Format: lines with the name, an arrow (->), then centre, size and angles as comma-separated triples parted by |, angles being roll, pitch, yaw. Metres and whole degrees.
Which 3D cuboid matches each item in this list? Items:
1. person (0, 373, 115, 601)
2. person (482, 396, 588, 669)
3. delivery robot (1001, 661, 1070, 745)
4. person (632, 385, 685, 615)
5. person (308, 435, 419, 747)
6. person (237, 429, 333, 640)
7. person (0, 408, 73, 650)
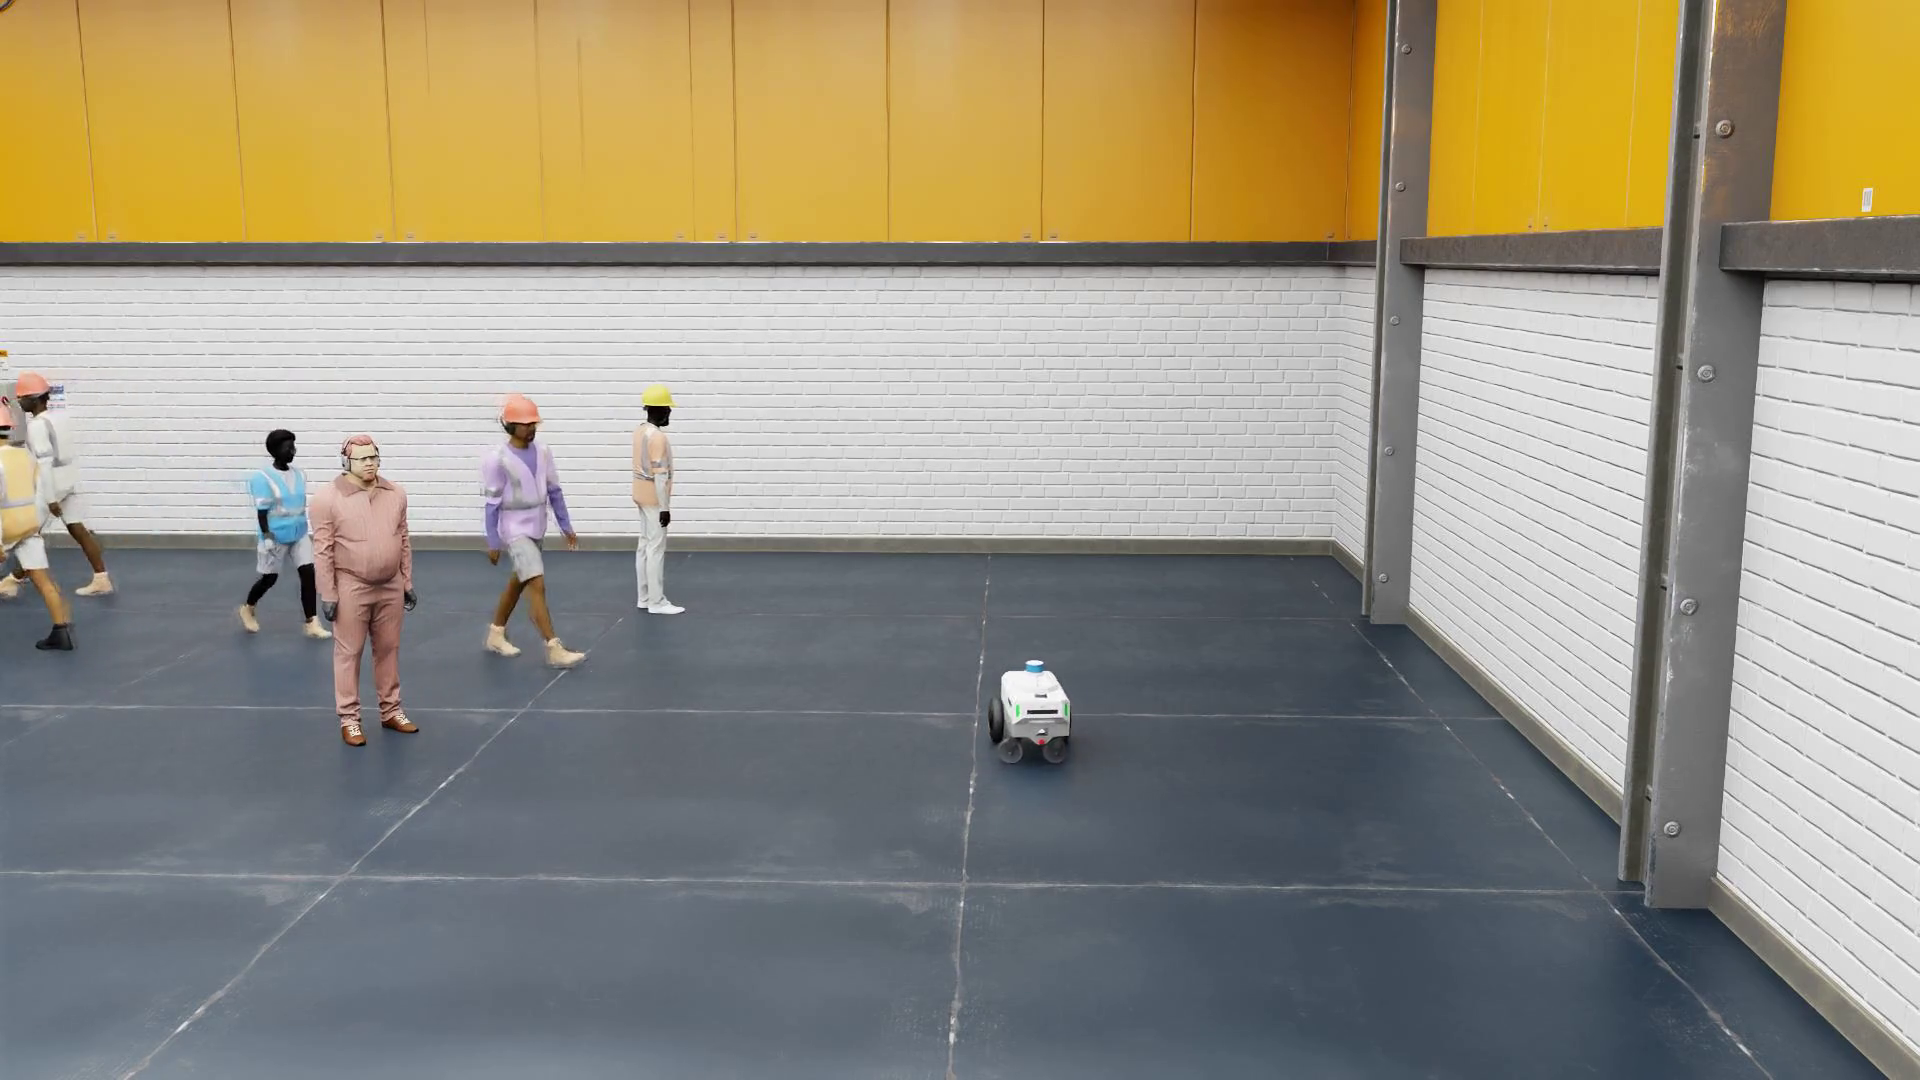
person -> -7.980, -0.454, 14.467 | 1.070, 1.978, 0.620 | -1, 10, -5
person -> -3.174, -0.066, 12.196 | 1.043, 1.995, 0.632 | 5, 11, 26
delivery robot -> 0.449, 0.972, 10.021 | 0.477, 0.478, 0.707 | -1, 10, -5
person -> -2.549, -0.340, 13.963 | 0.388, 1.926, 0.590 | -5, 11, -27
person -> -3.656, 0.298, 10.290 | 0.407, 1.908, 0.641 | 8, 13, 39
person -> -5.337, -0.049, 13.015 | 0.787, 1.666, 0.531 | 5, 11, 29
person -> -7.224, -0.084, 12.634 | 1.014, 1.873, 0.554 | 3, 10, 17
